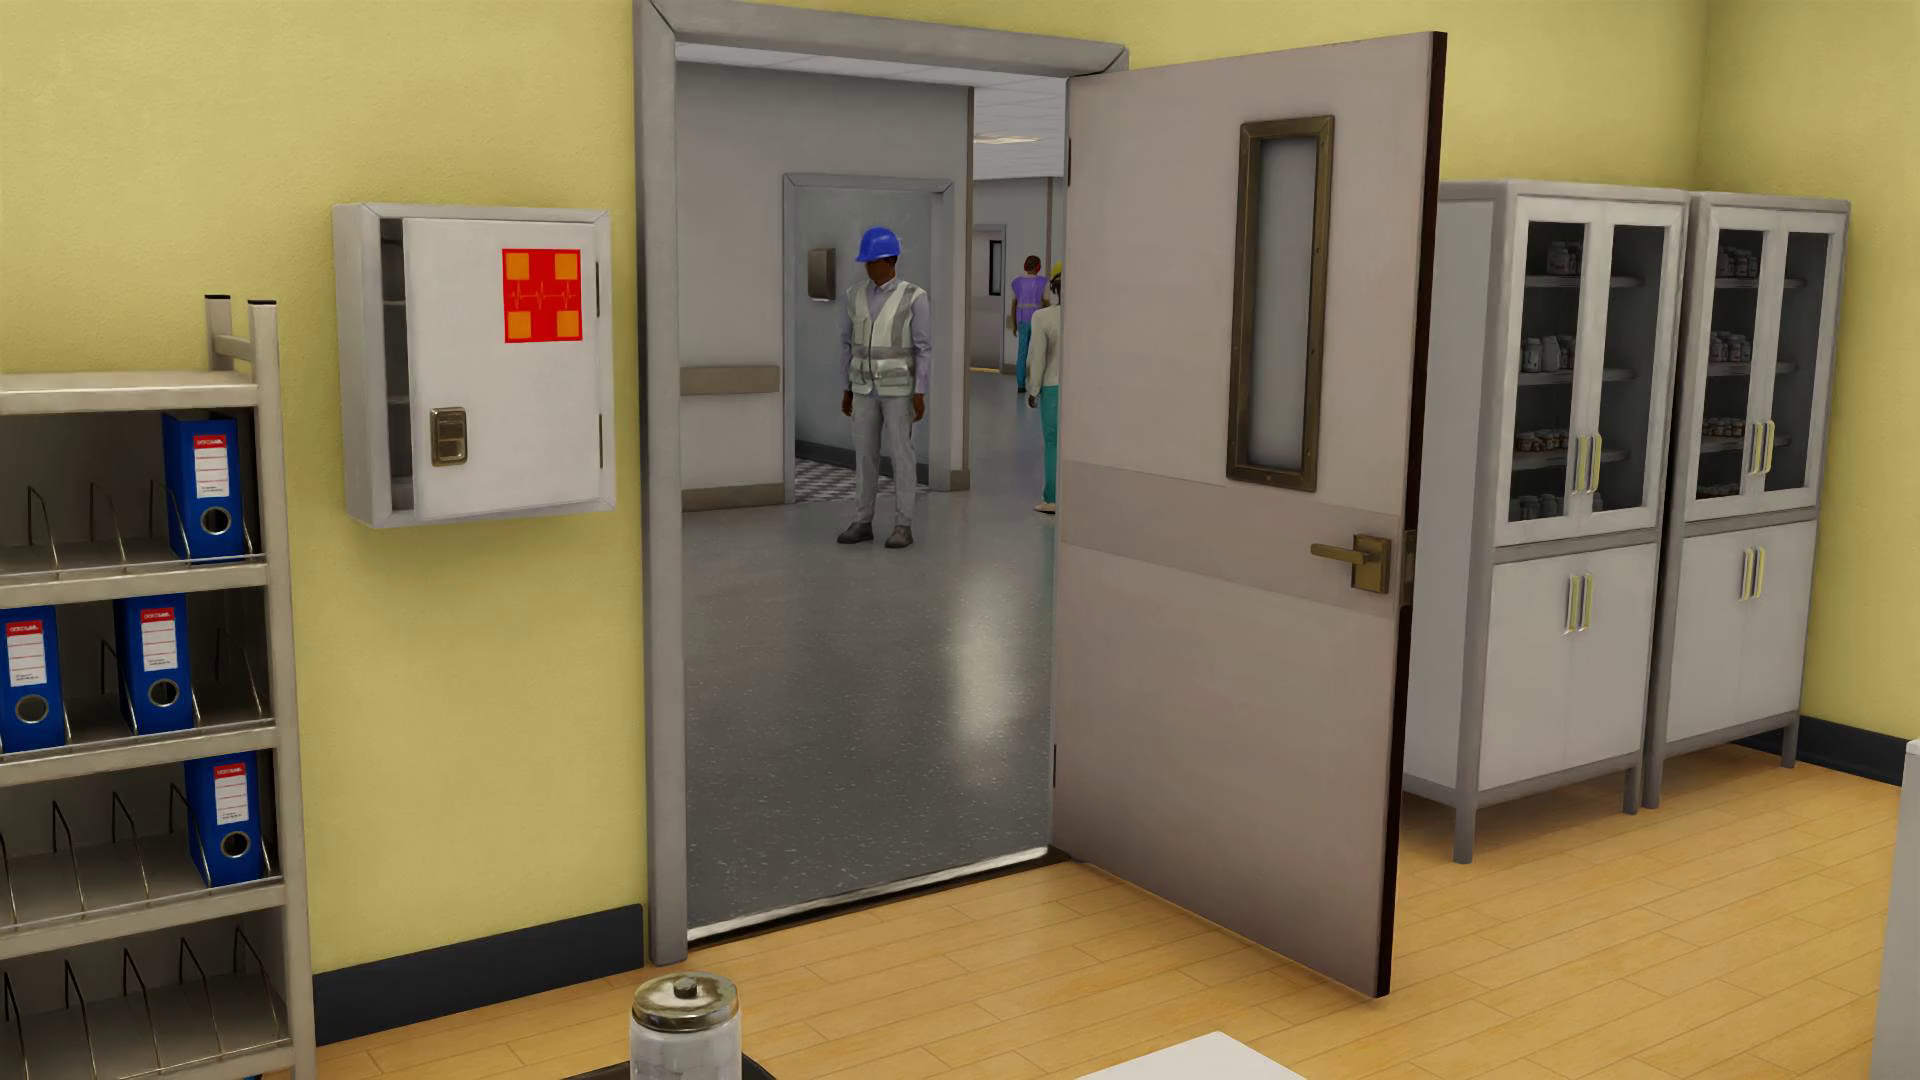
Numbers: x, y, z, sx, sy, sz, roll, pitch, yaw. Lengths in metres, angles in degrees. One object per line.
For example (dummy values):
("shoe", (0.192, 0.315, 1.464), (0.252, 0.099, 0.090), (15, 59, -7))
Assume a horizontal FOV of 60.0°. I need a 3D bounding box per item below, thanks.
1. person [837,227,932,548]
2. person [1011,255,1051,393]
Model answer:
("person", (-0.467, -0.917, 10.108), (0.605, 1.938, 0.412), (6, 11, 27))
("person", (0.946, -2.871, 22.209), (0.563, 1.838, 0.389), (5, 10, 23))
